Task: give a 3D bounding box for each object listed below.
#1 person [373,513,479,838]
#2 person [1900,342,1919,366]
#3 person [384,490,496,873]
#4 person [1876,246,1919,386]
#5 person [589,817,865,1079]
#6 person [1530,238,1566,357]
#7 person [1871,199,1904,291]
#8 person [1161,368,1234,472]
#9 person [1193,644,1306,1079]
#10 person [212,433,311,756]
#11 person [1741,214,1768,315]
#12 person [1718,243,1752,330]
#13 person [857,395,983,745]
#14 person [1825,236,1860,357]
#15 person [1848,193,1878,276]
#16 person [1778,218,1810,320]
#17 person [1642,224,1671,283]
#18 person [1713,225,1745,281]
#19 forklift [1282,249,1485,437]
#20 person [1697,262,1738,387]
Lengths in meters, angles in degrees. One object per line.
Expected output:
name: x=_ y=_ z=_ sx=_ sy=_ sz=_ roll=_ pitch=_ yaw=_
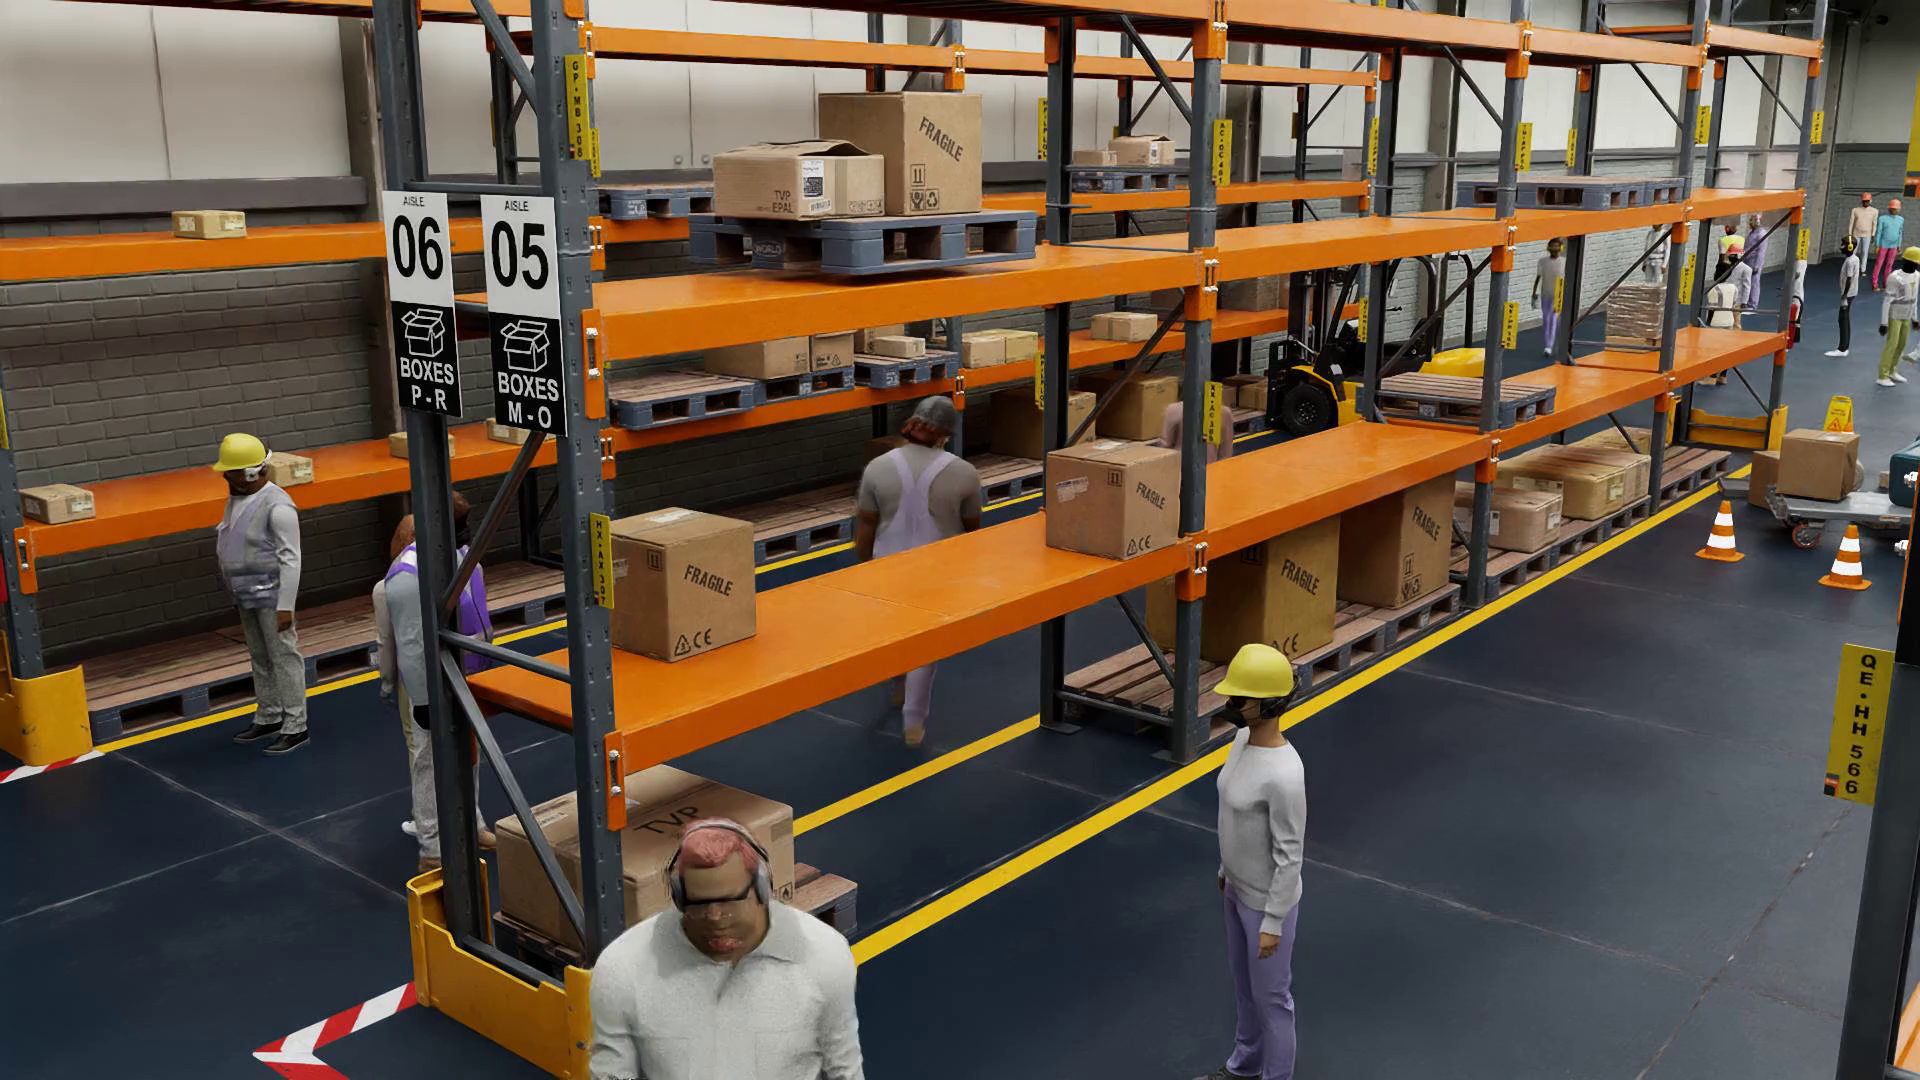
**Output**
person: x=-2.611 y=0.669 z=8.186 sx=0.498 sy=1.633 sz=0.285 roll=-11 pitch=18 yaw=-38
person: x=14.423 y=-3.418 z=24.439 sx=0.670 sy=1.832 sz=1.002 roll=-12 pitch=18 yaw=-39
person: x=-2.398 y=0.661 z=7.815 sx=0.429 sy=1.837 sz=0.624 roll=3 pitch=14 yaw=13
person: x=12.941 y=-3.082 z=22.909 sx=0.643 sy=1.922 sz=0.461 roll=-7 pitch=16 yaw=-28
person: x=-0.545 y=1.565 z=4.011 sx=0.669 sy=1.897 sz=0.468 roll=-1 pitch=14 yaw=-5
person: x=9.112 y=-3.739 z=25.717 sx=0.554 sy=1.829 sz=0.915 roll=8 pitch=16 yaw=30
person: x=20.337 y=-6.449 z=36.425 sx=0.614 sy=1.990 sz=0.392 roll=-1 pitch=14 yaw=-6
person: x=1.782 y=-0.490 z=12.656 sx=0.584 sy=1.755 sz=0.395 roll=-1 pitch=14 yaw=-6
person: x=1.005 y=1.207 z=5.720 sx=0.315 sy=1.769 sz=0.523 roll=-2 pitch=14 yaw=-9
person: x=-3.910 y=0.299 z=9.300 sx=0.586 sy=1.824 sz=0.404 roll=11 pitch=18 yaw=39
person: x=15.128 y=-5.267 z=31.788 sx=0.406 sy=1.911 sz=0.636 roll=2 pitch=14 yaw=7
person: x=11.964 y=-3.724 z=25.824 sx=0.341 sy=1.749 sz=0.572 roll=-6 pitch=15 yaw=-22
person: x=-0.211 y=0.093 z=9.688 sx=0.727 sy=2.000 sz=1.000 roll=3 pitch=14 yaw=10
person: x=13.750 y=-3.780 z=25.841 sx=0.334 sy=1.860 sz=0.509 roll=8 pitch=16 yaw=30
person: x=21.837 y=-7.396 z=40.276 sx=0.611 sy=1.995 sz=0.375 roll=6 pitch=15 yaw=23
person: x=15.537 y=-5.061 z=30.989 sx=0.398 sy=1.899 sz=0.643 roll=3 pitch=14 yaw=12
person: x=13.372 y=-5.311 z=32.018 sx=0.355 sy=1.883 sz=0.572 roll=-6 pitch=15 yaw=-22
person: x=14.150 y=-4.945 z=30.621 sx=0.564 sy=1.836 sz=0.404 roll=-6 pitch=15 yaw=-22
forklift: x=4.886 y=-2.214 z=18.767 sx=2.313 sy=2.155 sz=1.214 roll=11 pitch=18 yaw=38
person: x=10.390 y=-2.947 z=22.774 sx=0.534 sy=1.697 sz=0.322 roll=-8 pitch=16 yaw=-28
